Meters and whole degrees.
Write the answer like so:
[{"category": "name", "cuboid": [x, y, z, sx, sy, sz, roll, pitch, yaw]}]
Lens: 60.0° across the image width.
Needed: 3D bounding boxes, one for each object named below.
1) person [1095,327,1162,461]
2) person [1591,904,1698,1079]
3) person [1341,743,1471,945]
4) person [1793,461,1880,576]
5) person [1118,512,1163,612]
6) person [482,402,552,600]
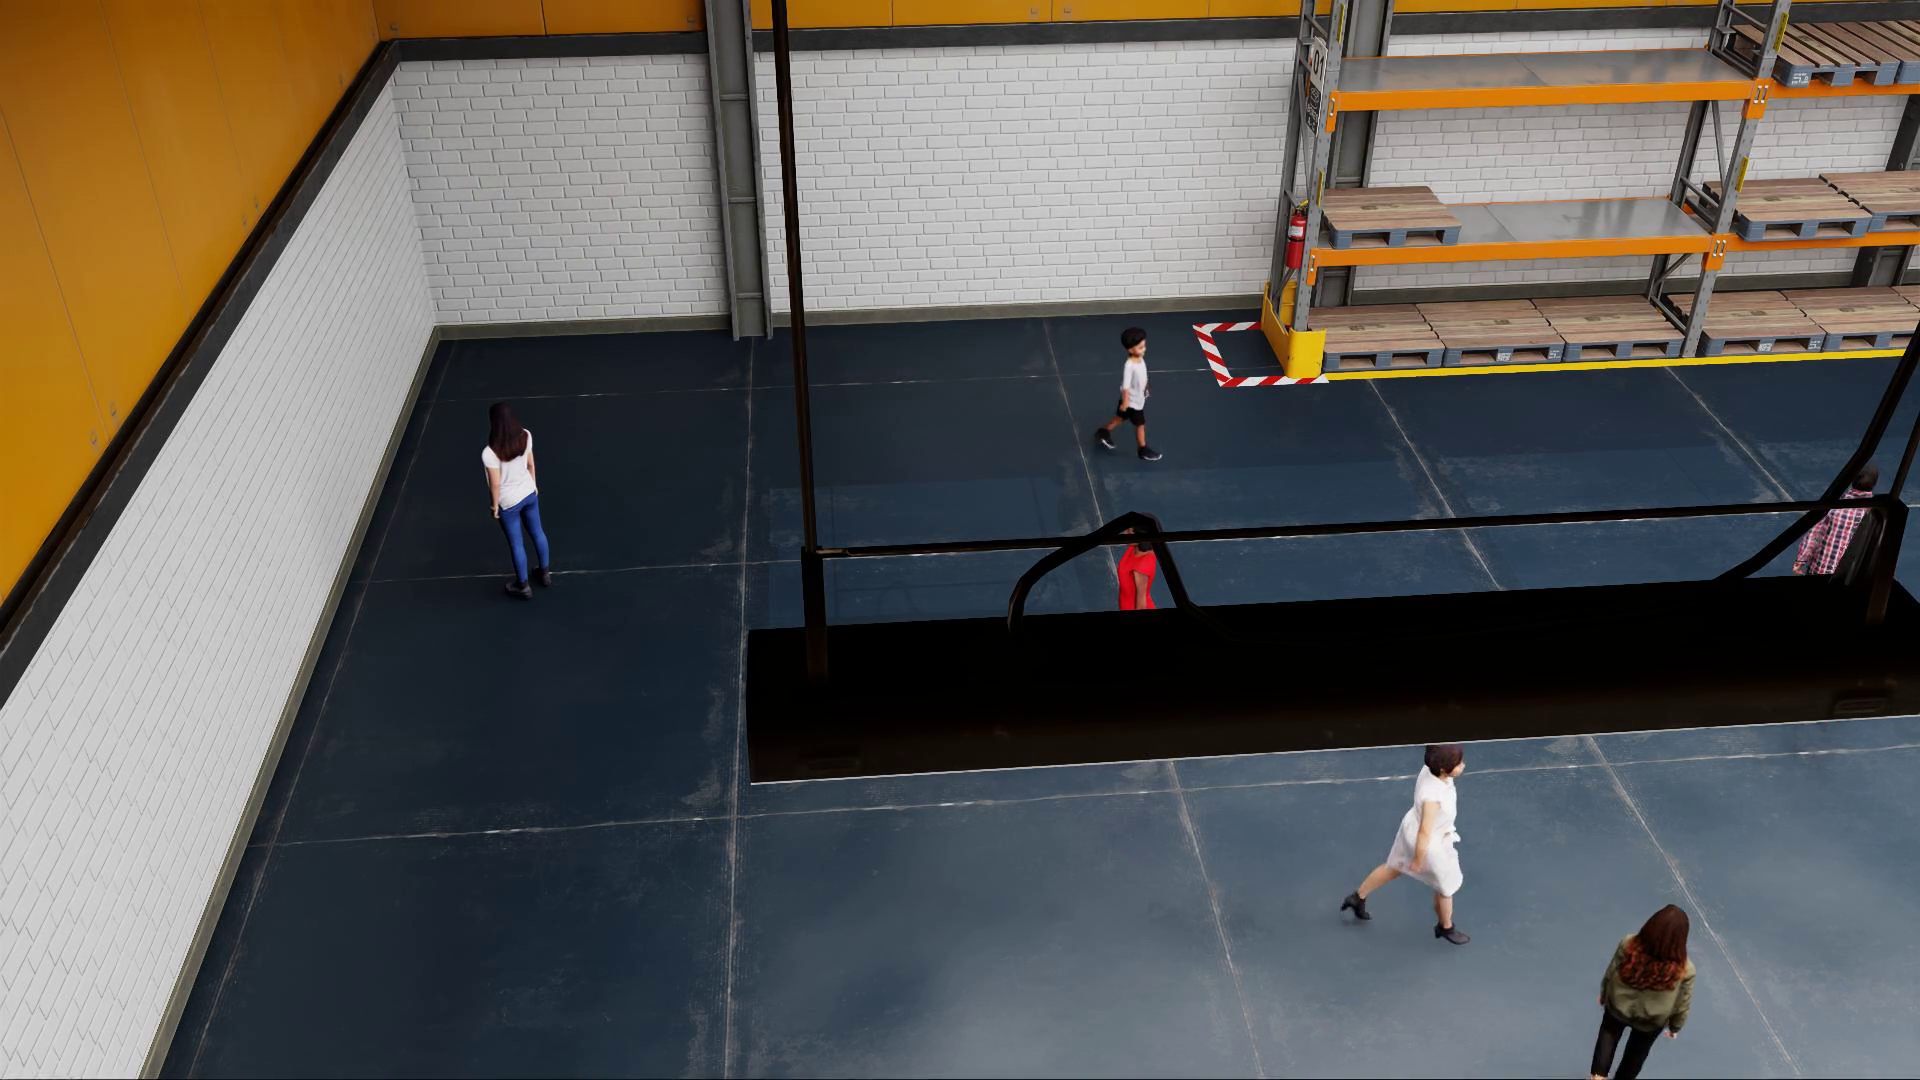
[{"category": "person", "cuboid": [1.468, -1.318, 14.690, 0.924, 1.248, 0.712, 11, 35, 16]}, {"category": "person", "cuboid": [3.537, 2.507, 8.737, 0.772, 1.468, 0.832, 23, 40, 30]}, {"category": "person", "cuboid": [2.662, 1.763, 9.810, 1.035, 1.519, 0.674, 4, 34, 5]}, {"category": "person", "cuboid": [6.273, 0.234, 11.899, 0.832, 1.754, 0.914, 14, 36, 20]}, {"category": "person", "cuboid": [1.207, 0.563, 11.412, 0.506, 1.744, 0.587, 0, 34, -1]}, {"category": "person", "cuboid": [-3.402, -0.302, 12.767, 0.723, 1.685, 0.677, 22, 39, 29]}]
